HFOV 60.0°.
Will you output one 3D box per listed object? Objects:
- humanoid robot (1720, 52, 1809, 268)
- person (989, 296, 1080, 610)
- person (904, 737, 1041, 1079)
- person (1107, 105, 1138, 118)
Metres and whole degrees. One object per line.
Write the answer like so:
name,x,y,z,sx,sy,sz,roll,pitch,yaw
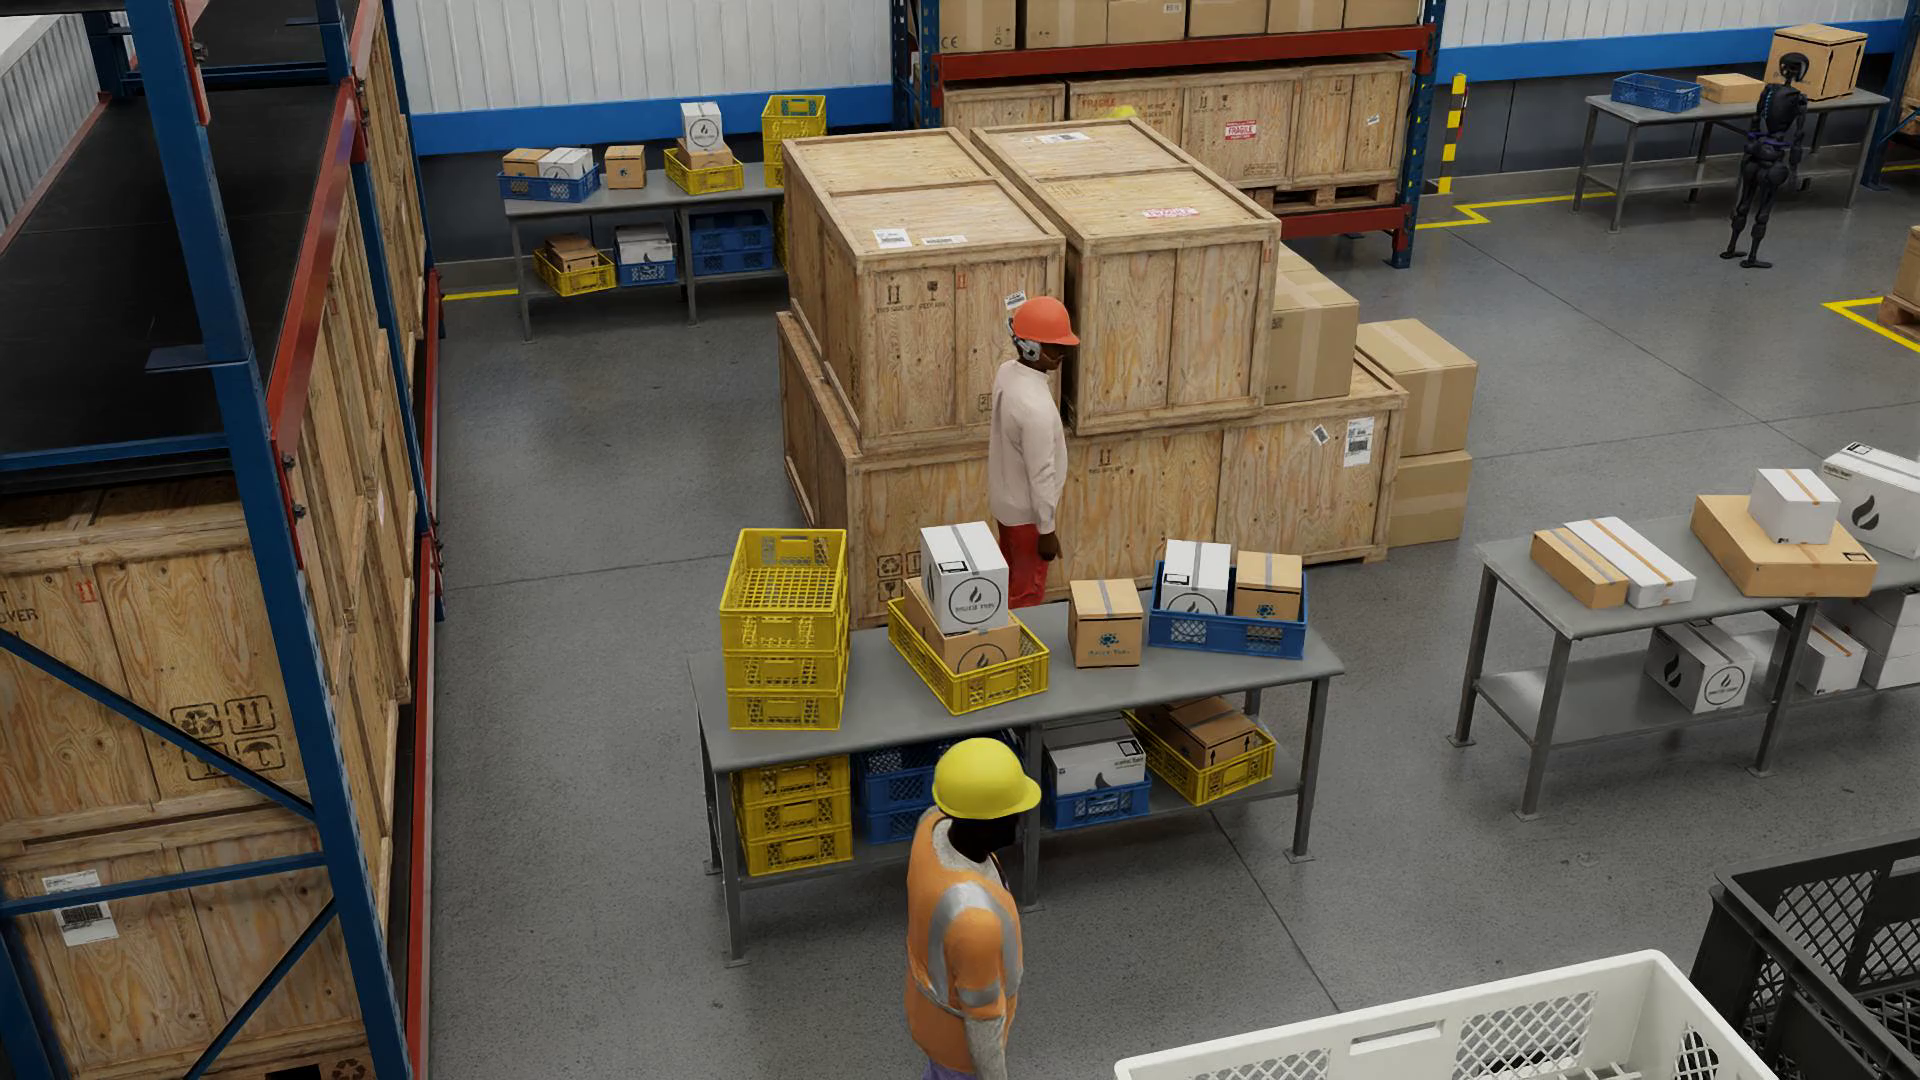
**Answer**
humanoid robot,6.358,-2.994,13.079,0.318,1.654,0.603,-6,29,-11
person,0.323,-0.166,7.635,0.388,1.989,0.610,-6,29,-11
person,0.030,1.388,4.878,0.377,1.928,0.586,-6,29,-11
person,1.044,-2.122,11.453,0.915,1.715,0.518,-8,30,-14
